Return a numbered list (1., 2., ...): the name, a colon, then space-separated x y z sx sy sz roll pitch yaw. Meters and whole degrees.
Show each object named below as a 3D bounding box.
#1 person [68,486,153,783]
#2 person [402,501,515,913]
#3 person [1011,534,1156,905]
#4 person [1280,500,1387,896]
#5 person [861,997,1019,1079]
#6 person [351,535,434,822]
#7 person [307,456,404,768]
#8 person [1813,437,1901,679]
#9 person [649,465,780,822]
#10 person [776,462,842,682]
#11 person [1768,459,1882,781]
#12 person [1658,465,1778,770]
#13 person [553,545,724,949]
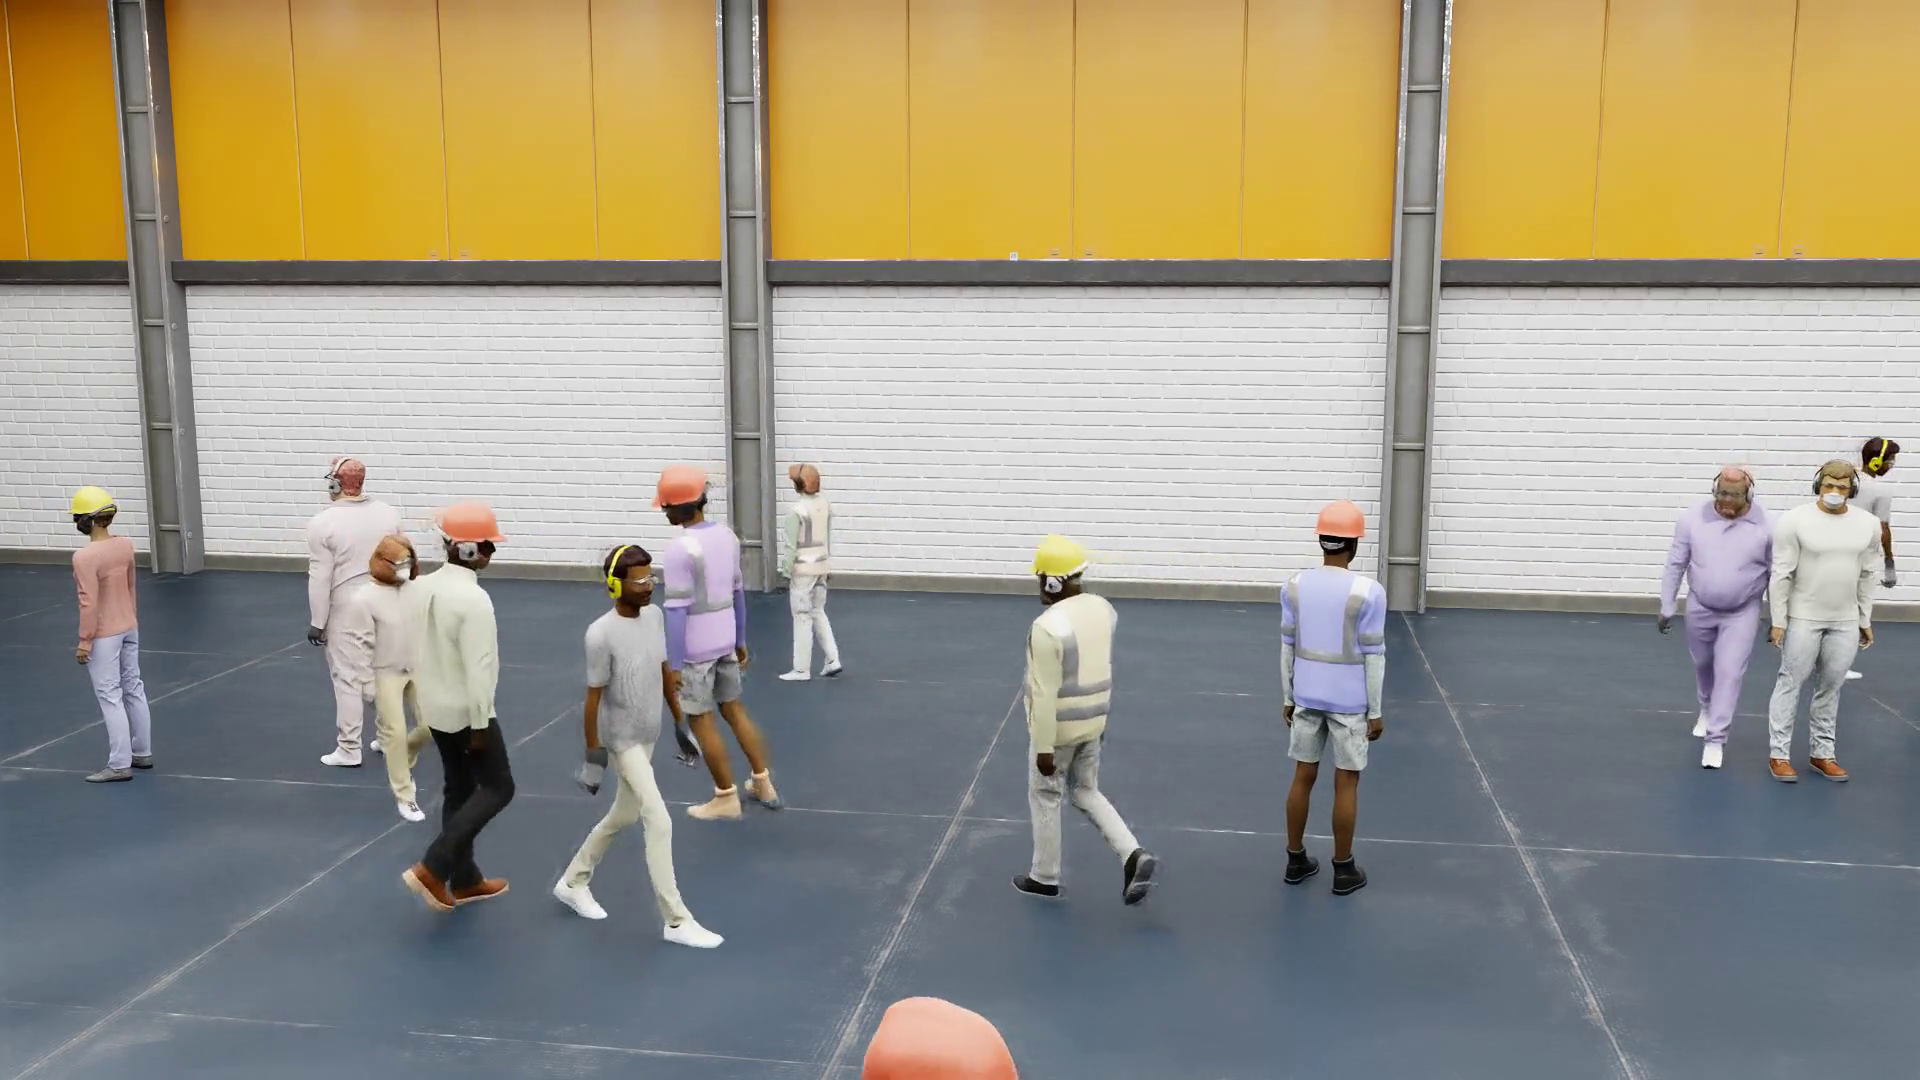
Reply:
1. person: -5.091 0.558 9.900 0.326 1.767 0.533 1 9 4
2. person: -2.366 0.800 7.797 0.637 1.975 0.534 9 13 43
3. person: 0.565 0.870 7.841 0.694 1.808 0.588 9 13 43
4. person: 1.828 0.765 8.147 0.540 1.930 0.386 8 12 40
5. person: 0.009 1.666 2.622 0.528 1.906 0.579 7 11 35
6. person: -3.102 0.749 9.165 0.451 1.610 0.534 8 12 41
7. person: -3.724 0.434 10.216 0.408 1.913 0.644 6 11 33
8. person: 6.596 0.149 12.212 0.377 1.837 0.552 -2 9 -12
9. person: -1.385 0.570 9.137 0.540 2.003 0.699 5 10 26
10. person: -1.130 0.244 12.271 0.332 1.648 0.525 5 10 27
11. person: 5.113 0.478 9.870 0.630 1.935 0.366 0 9 -1
12. person: 4.788 0.426 10.440 0.675 1.856 0.995 6 11 34
13. person: -1.514 0.907 7.579 0.936 1.831 0.512 3 10 19
